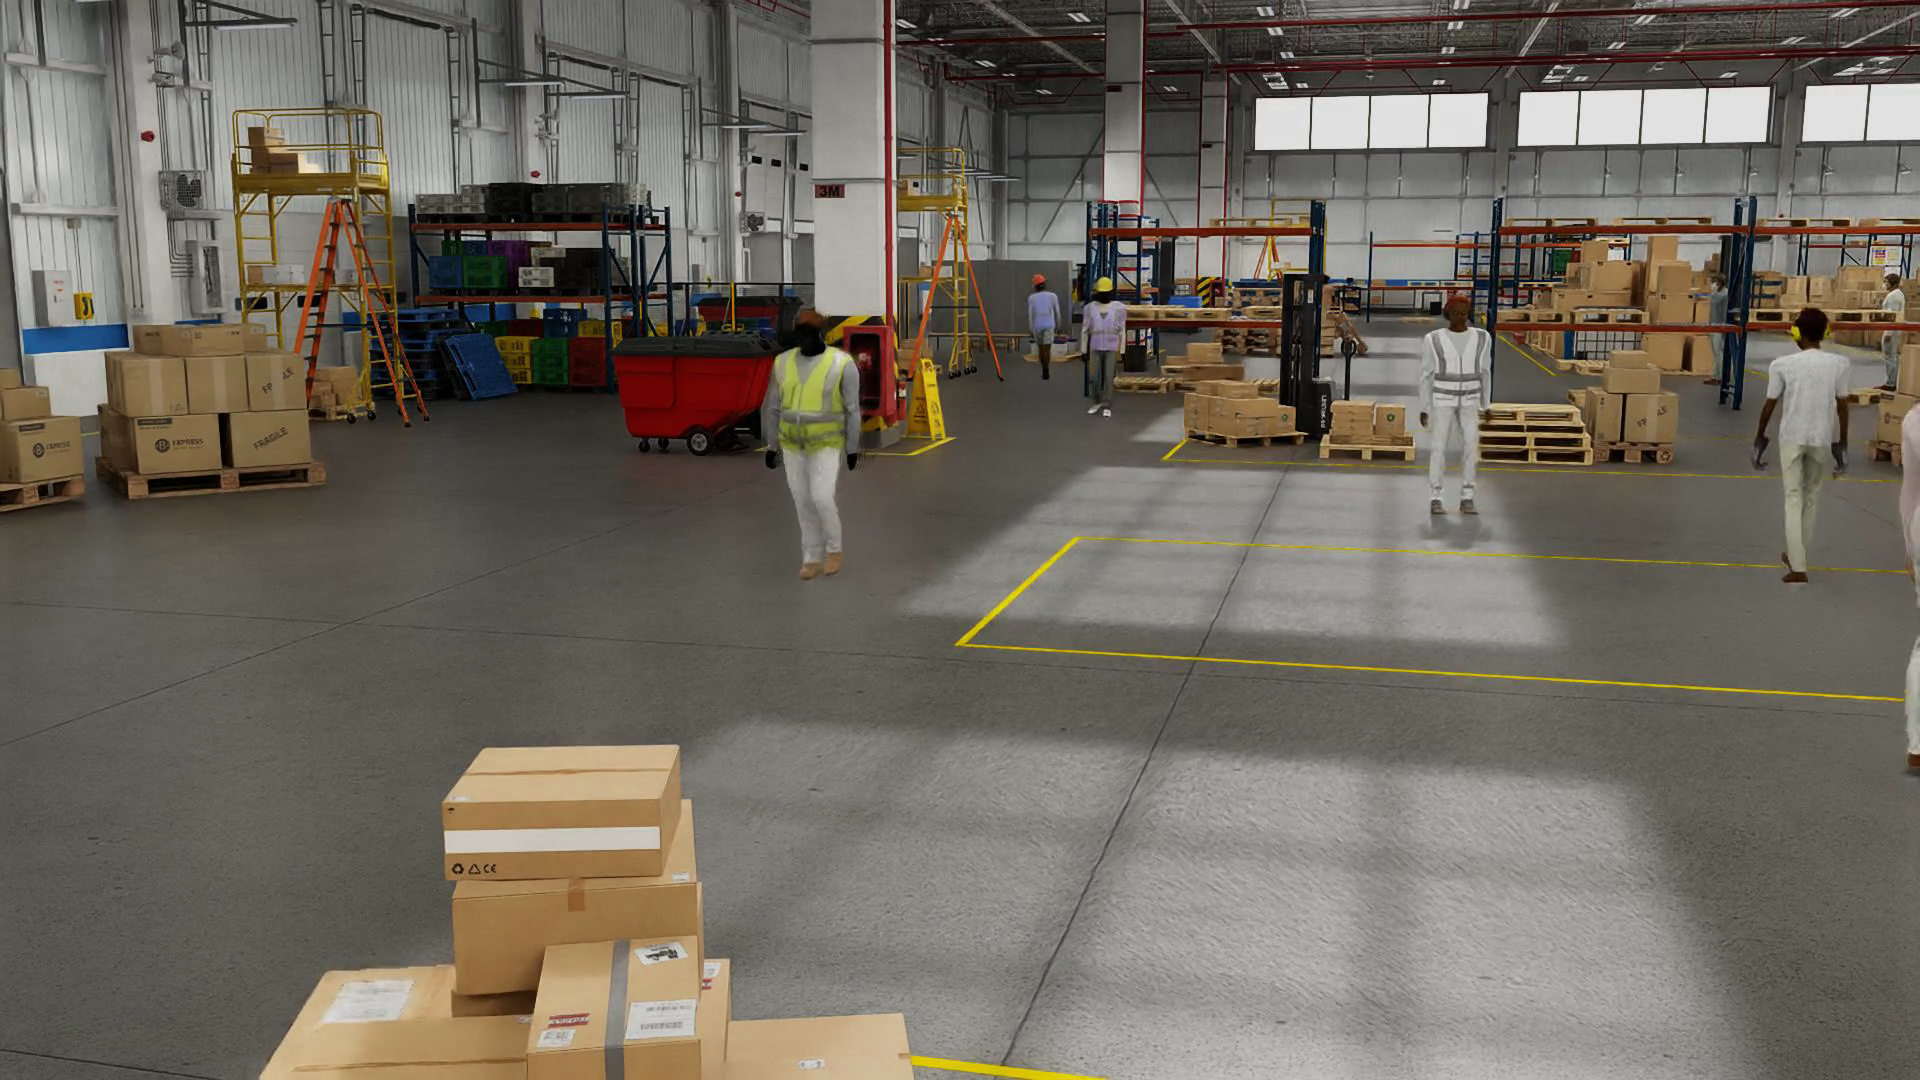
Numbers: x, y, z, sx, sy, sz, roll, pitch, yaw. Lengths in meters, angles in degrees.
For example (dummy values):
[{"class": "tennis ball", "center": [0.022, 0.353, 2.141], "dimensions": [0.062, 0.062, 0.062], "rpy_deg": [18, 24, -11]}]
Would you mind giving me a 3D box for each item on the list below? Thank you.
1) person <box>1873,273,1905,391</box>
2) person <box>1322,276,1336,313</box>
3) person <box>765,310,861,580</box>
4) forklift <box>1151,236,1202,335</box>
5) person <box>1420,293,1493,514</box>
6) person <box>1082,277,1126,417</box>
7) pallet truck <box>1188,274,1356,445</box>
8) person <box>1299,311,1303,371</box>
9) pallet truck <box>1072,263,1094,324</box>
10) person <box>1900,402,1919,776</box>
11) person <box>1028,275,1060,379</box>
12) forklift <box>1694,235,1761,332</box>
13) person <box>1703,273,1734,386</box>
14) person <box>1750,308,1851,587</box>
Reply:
[{"class": "person", "center": [15.195, -3.385, 27.148], "dimensions": [0.366, 1.932, 0.623], "rpy_deg": [6, 11, 31]}, {"class": "person", "center": [10.737, -6.945, 48.904], "dimensions": [0.534, 1.655, 0.880], "rpy_deg": [8, 13, 41]}, {"class": "person", "center": [-1.009, -0.633, 11.219], "dimensions": [0.638, 1.825, 0.452], "rpy_deg": [4, 10, 21]}, {"class": "forklift", "center": [5.866, -7.214, 46.878], "dimensions": [1.873, 2.768, 1.129], "rpy_deg": [2, 10, 14]}, {"class": "person", "center": [4.223, -1.154, 14.136], "dimensions": [0.606, 1.882, 0.354], "rpy_deg": [1, 10, 4]}, {"class": "person", "center": [1.973, -2.639, 22.794], "dimensions": [0.605, 1.915, 0.471], "rpy_deg": [1, 10, 8]}, {"class": "pallet truck", "center": [3.653, -2.138, 19.590], "dimensions": [1.885, 1.965, 0.823], "rpy_deg": [-4, 10, -20]}, {"class": "person", "center": [6.686, -4.089, 31.849], "dimensions": [0.322, 1.736, 0.485], "rpy_deg": [8, 12, 38]}, {"class": "pallet truck", "center": [4.325, -8.180, 55.162], "dimensions": [0.823, 1.965, 1.885], "rpy_deg": [6, 11, 31]}, {"class": "person", "center": [4.183, 0.059, 6.953], "dimensions": [0.478, 1.896, 0.661], "rpy_deg": [-4, 10, -21]}, {"class": "person", "center": [1.503, -3.839, 29.992], "dimensions": [0.570, 1.870, 1.026], "rpy_deg": [1, 10, 7]}, {"class": "forklift", "center": [22.425, -7.519, 48.677], "dimensions": [1.873, 2.768, 1.129], "rpy_deg": [2, 10, 14]}, {"class": "person", "center": [12.937, -3.586, 28.337], "dimensions": [0.412, 1.919, 0.642], "rpy_deg": [0, 10, 0]}, {"class": "person", "center": [5.632, -0.631, 11.191], "dimensions": [0.555, 1.831, 0.803], "rpy_deg": [2, 10, 10]}]
